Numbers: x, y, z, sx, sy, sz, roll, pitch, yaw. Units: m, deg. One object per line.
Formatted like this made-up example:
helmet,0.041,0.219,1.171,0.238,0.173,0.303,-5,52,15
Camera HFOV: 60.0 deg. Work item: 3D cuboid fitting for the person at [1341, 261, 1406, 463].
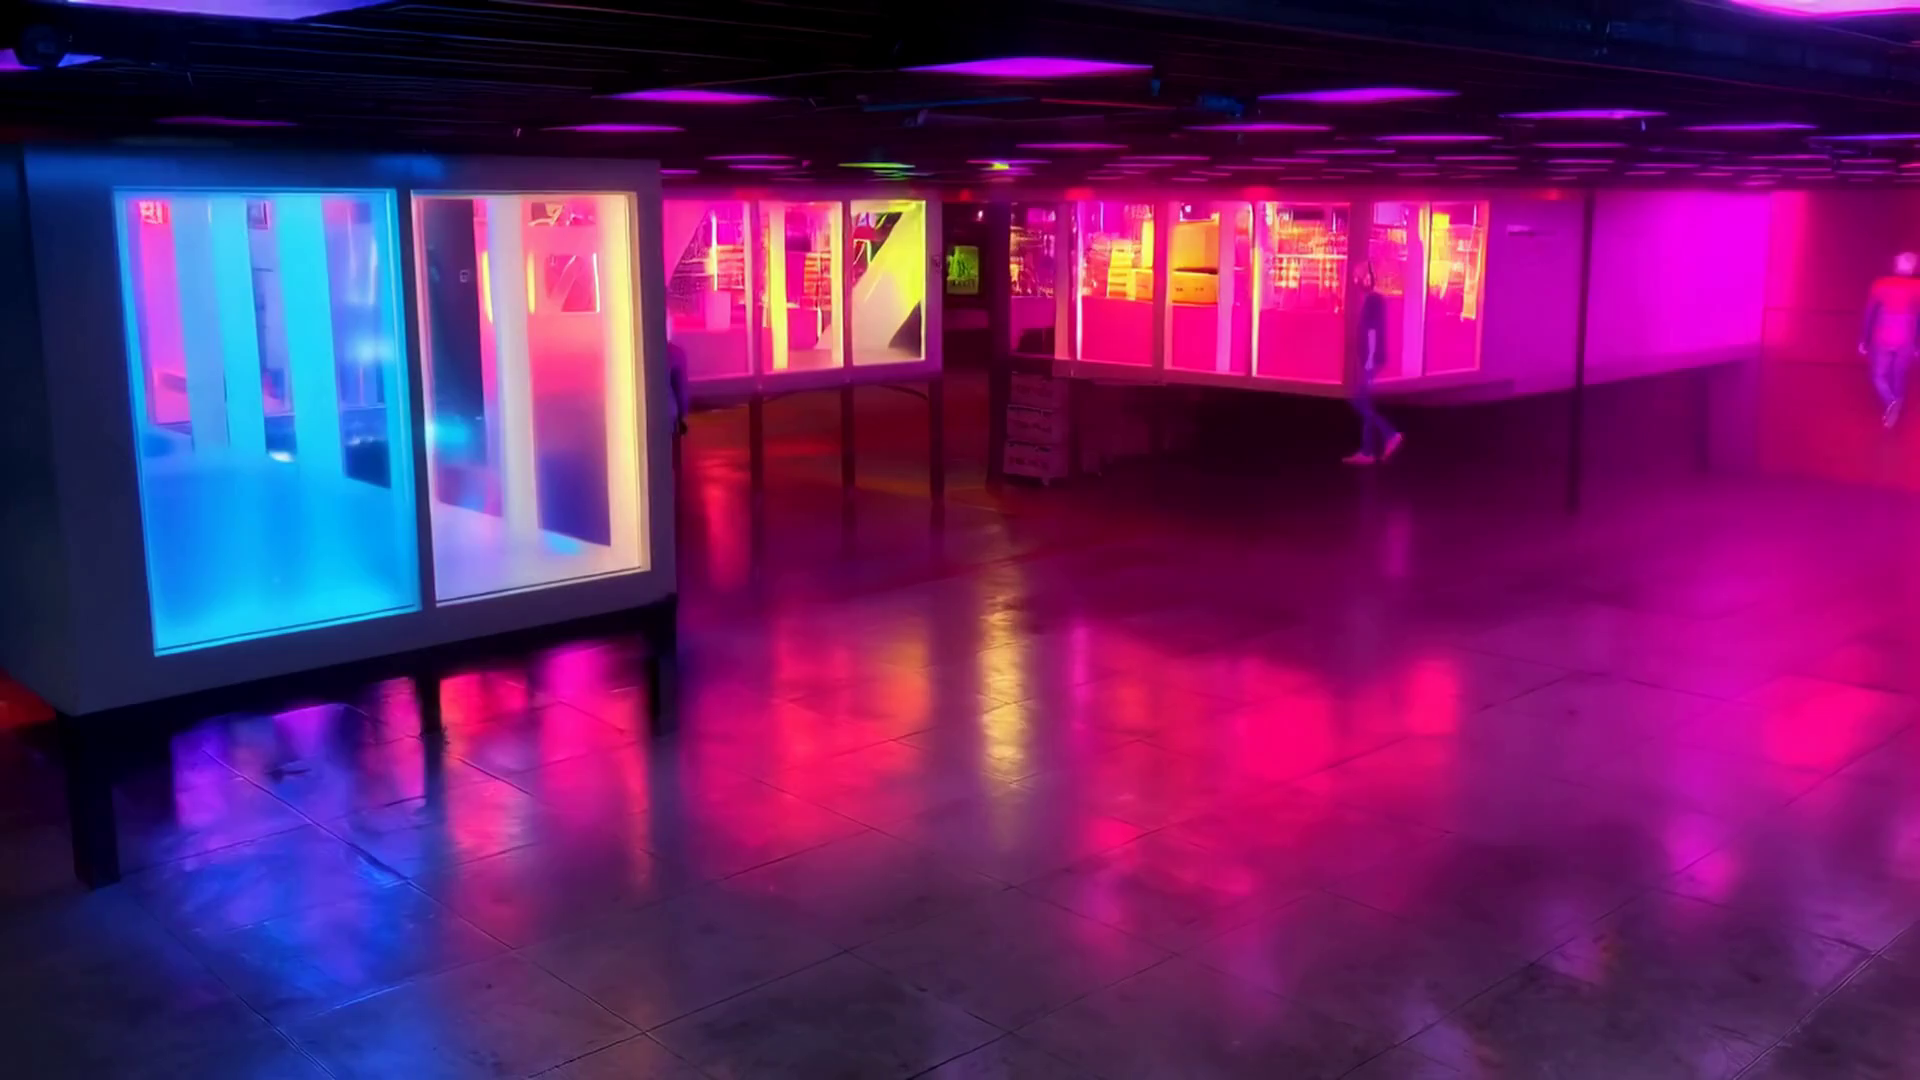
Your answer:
person,3.775,-1.596,15.117,0.471,1.856,0.528,4,12,20

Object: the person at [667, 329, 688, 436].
person,-2.262,-0.917,12.341,0.513,1.598,0.832,-6,13,-27

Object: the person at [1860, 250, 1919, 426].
person,9.957,-2.124,17.661,0.653,1.884,0.712,2,11,8
